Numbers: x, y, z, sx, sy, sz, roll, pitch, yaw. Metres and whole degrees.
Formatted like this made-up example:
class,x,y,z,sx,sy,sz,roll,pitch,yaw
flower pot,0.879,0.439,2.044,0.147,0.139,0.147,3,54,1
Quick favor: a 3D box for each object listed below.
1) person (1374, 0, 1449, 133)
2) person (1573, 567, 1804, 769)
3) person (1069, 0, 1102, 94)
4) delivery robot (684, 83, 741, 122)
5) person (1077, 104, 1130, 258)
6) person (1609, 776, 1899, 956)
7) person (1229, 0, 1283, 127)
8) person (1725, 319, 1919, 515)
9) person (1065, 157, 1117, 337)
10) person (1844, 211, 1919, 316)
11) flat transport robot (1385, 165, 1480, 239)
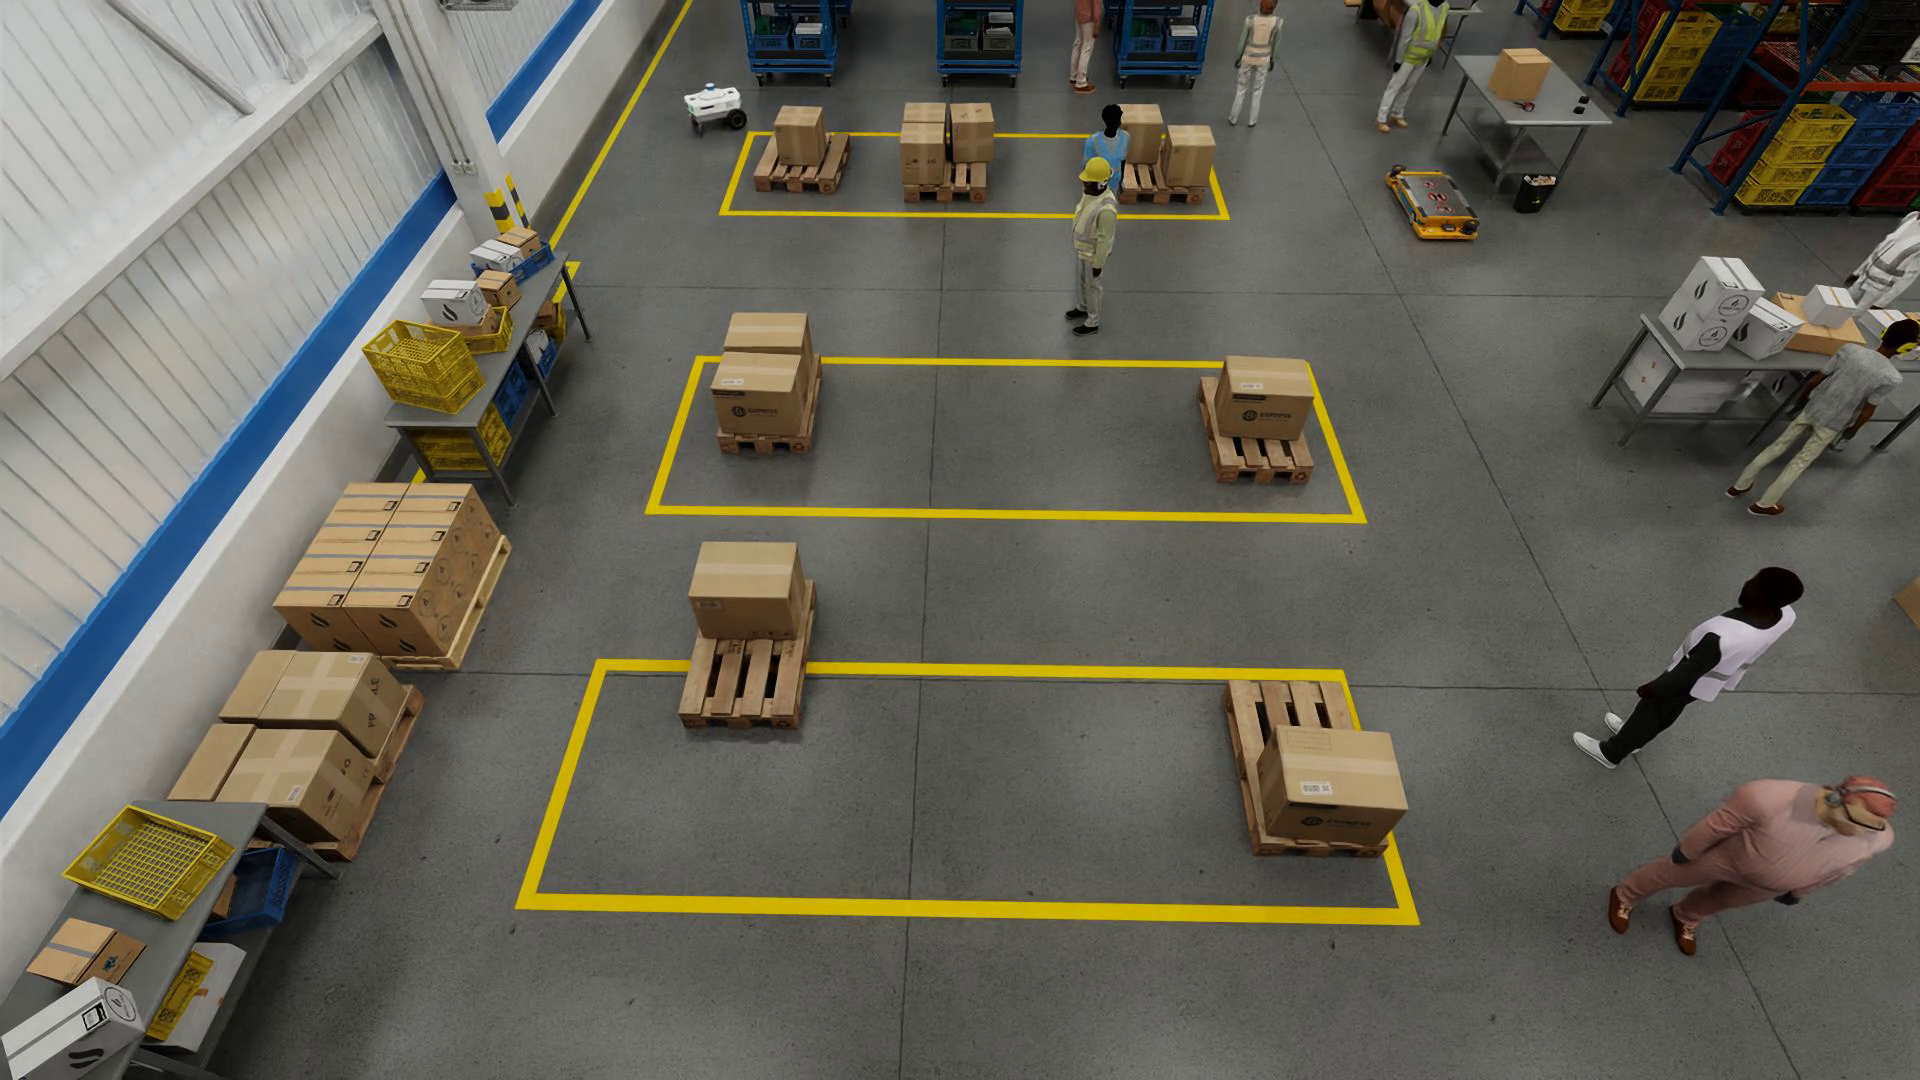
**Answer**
class,x,y,z,sx,sy,sz,roll,pitch,yaw
person,5.927,-6.287,11.928,0.639,1.841,0.429,-20,52,-16
person,4.556,0.838,5.709,0.593,1.919,0.391,-20,52,-17
person,1.788,-7.232,12.656,0.410,1.980,0.621,-16,51,-14
delivery robot,-3.330,-5.898,12.371,0.707,0.478,0.477,-20,52,-16
person,1.546,-3.859,9.917,0.530,1.697,0.321,-15,51,-13
person,4.242,1.757,4.929,0.647,1.900,0.395,18,51,15
person,3.891,-6.307,12.075,0.523,1.637,0.310,9,50,8
person,6.878,-0.960,7.301,0.328,1.865,0.521,-13,50,-11
person,1.282,-2.865,8.977,0.403,1.823,0.596,-8,50,-7
person,8.493,-2.360,8.509,0.360,1.878,0.579,10,50,9
flat transport robot,5.692,-4.094,11.059,0.652,0.197,1.431,1,49,1
